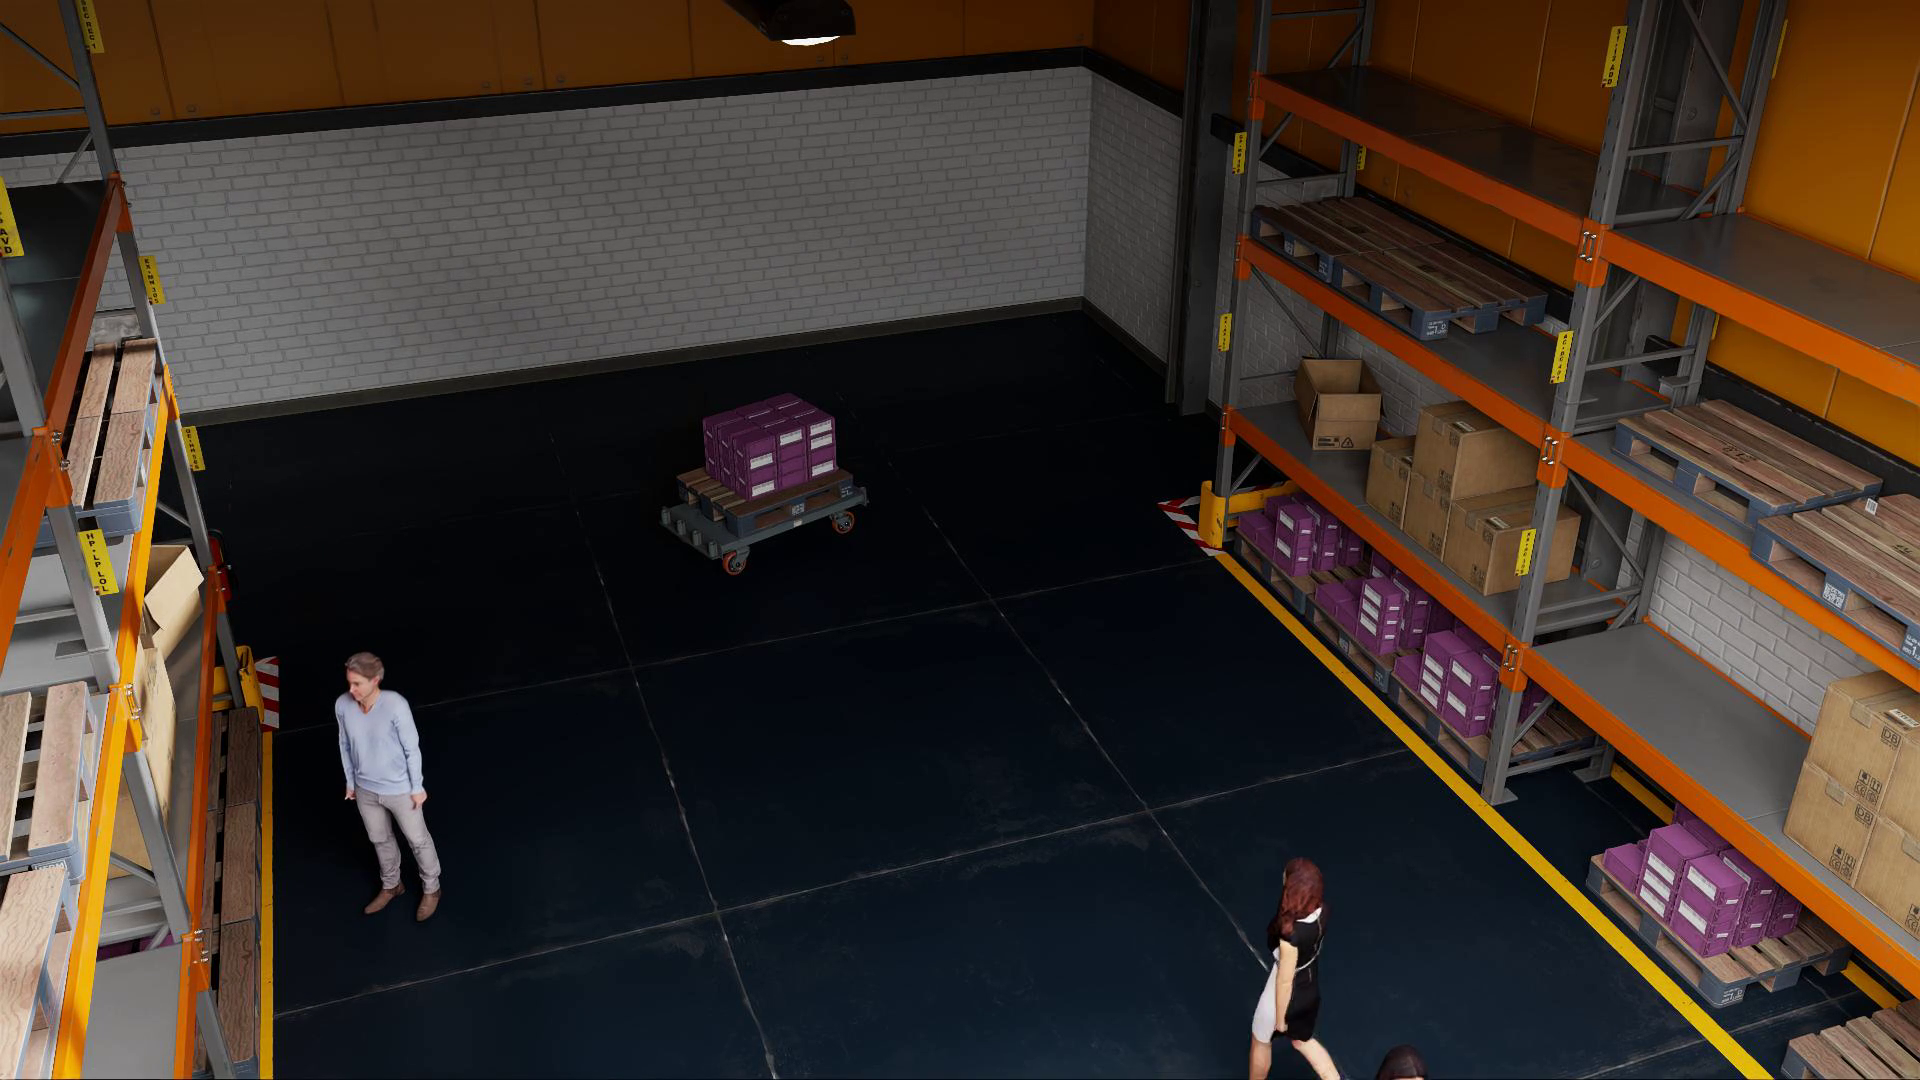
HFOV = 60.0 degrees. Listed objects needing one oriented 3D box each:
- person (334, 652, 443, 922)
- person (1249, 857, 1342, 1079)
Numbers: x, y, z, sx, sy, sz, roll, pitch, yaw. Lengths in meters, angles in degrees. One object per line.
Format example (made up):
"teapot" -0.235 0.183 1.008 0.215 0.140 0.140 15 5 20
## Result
"person" -3.467 1.476 10.071 0.753 1.892 0.754 6 29 10
"person" 1.774 2.385 8.525 1.124 1.776 0.881 25 37 37
